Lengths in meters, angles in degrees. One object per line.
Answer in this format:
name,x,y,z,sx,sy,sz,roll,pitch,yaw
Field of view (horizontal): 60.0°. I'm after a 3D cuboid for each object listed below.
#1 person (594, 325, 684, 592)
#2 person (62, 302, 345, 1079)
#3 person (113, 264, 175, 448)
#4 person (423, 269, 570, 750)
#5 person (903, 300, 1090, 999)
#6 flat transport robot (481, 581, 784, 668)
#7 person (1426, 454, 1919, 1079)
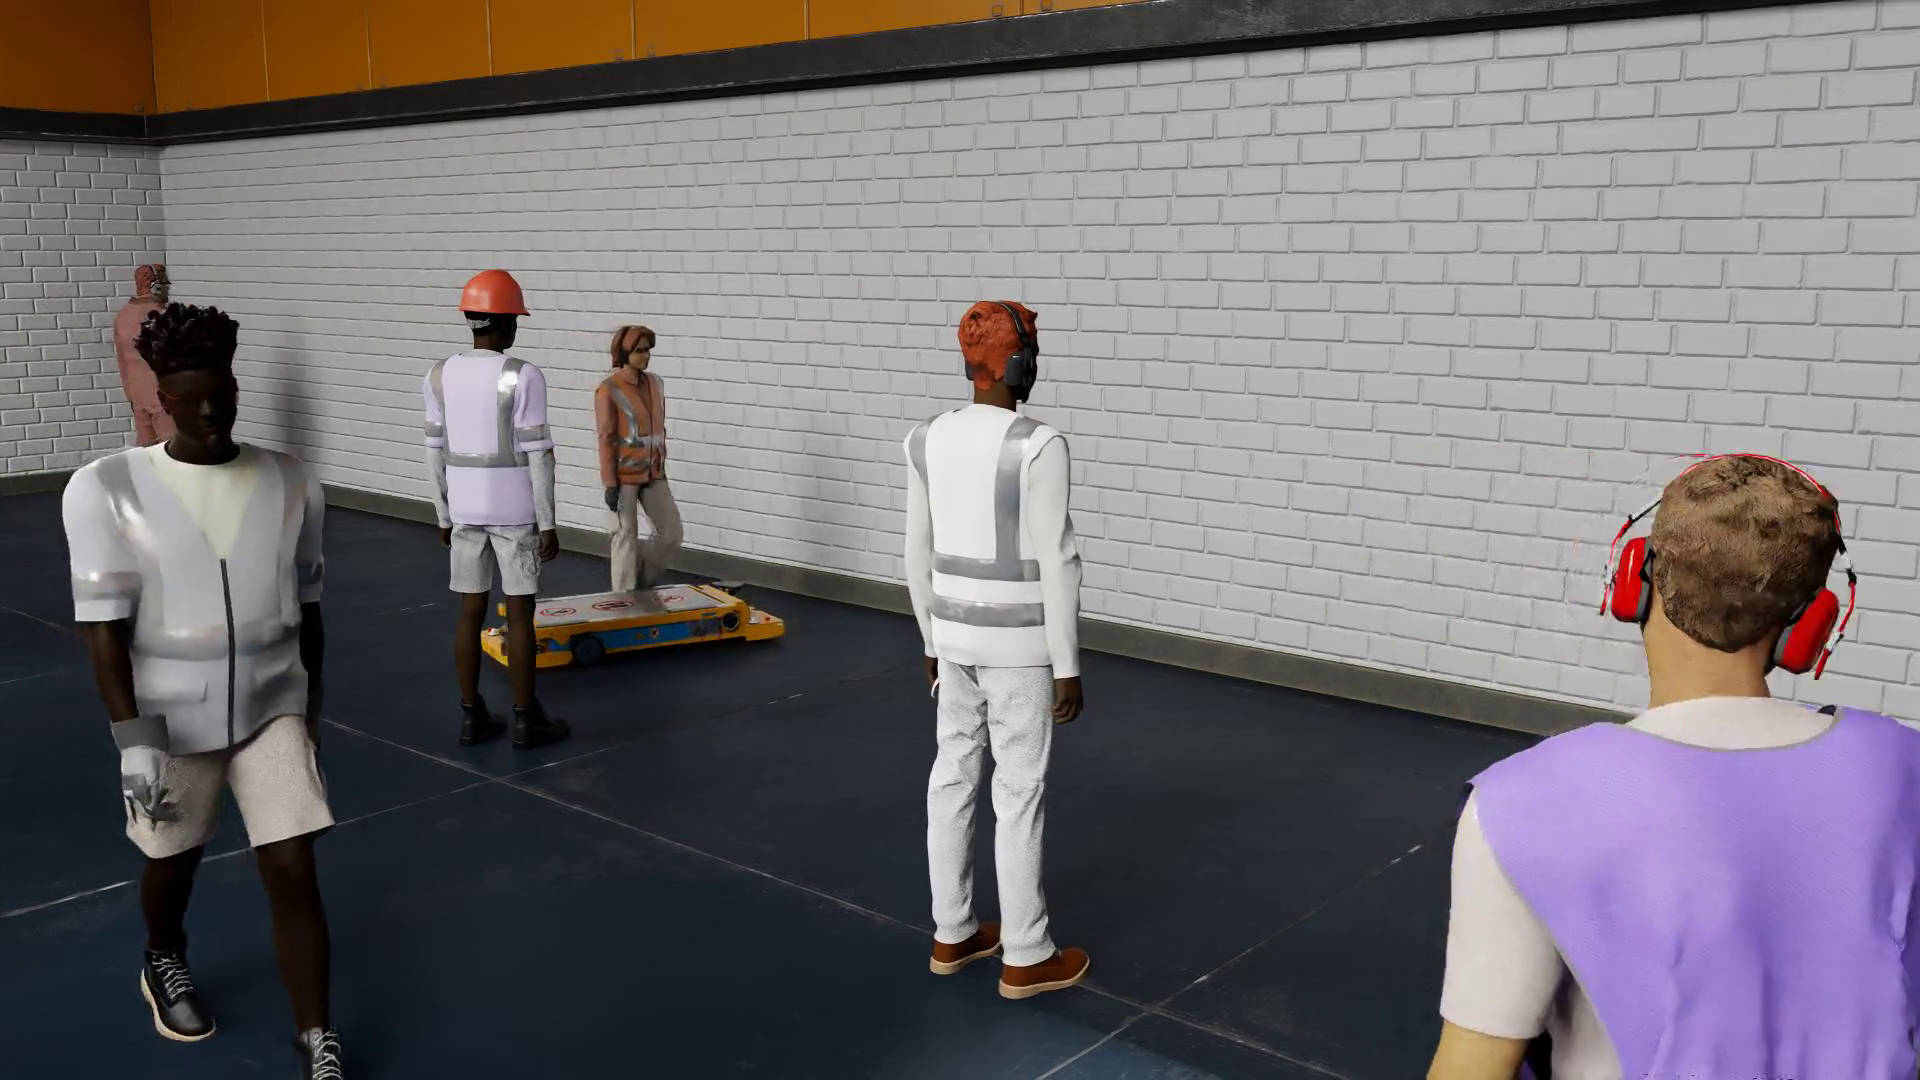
person,-1.686,-0.307,8.704,0.381,1.622,0.545,5,11,28
person,-1.793,0.387,3.976,0.585,1.920,1.011,-8,12,-37
person,-5.873,-1.066,12.231,0.653,1.906,0.408,6,11,29
person,-1.869,-0.118,6.749,0.552,1.935,0.374,3,10,17
person,0.102,0.299,4.529,0.572,1.883,0.354,9,13,42
flat transport robot,-1.683,0.415,8.454,1.431,0.197,0.652,-6,12,-30
person,0.682,0.819,1.803,0.805,1.814,0.400,-1,10,-7
